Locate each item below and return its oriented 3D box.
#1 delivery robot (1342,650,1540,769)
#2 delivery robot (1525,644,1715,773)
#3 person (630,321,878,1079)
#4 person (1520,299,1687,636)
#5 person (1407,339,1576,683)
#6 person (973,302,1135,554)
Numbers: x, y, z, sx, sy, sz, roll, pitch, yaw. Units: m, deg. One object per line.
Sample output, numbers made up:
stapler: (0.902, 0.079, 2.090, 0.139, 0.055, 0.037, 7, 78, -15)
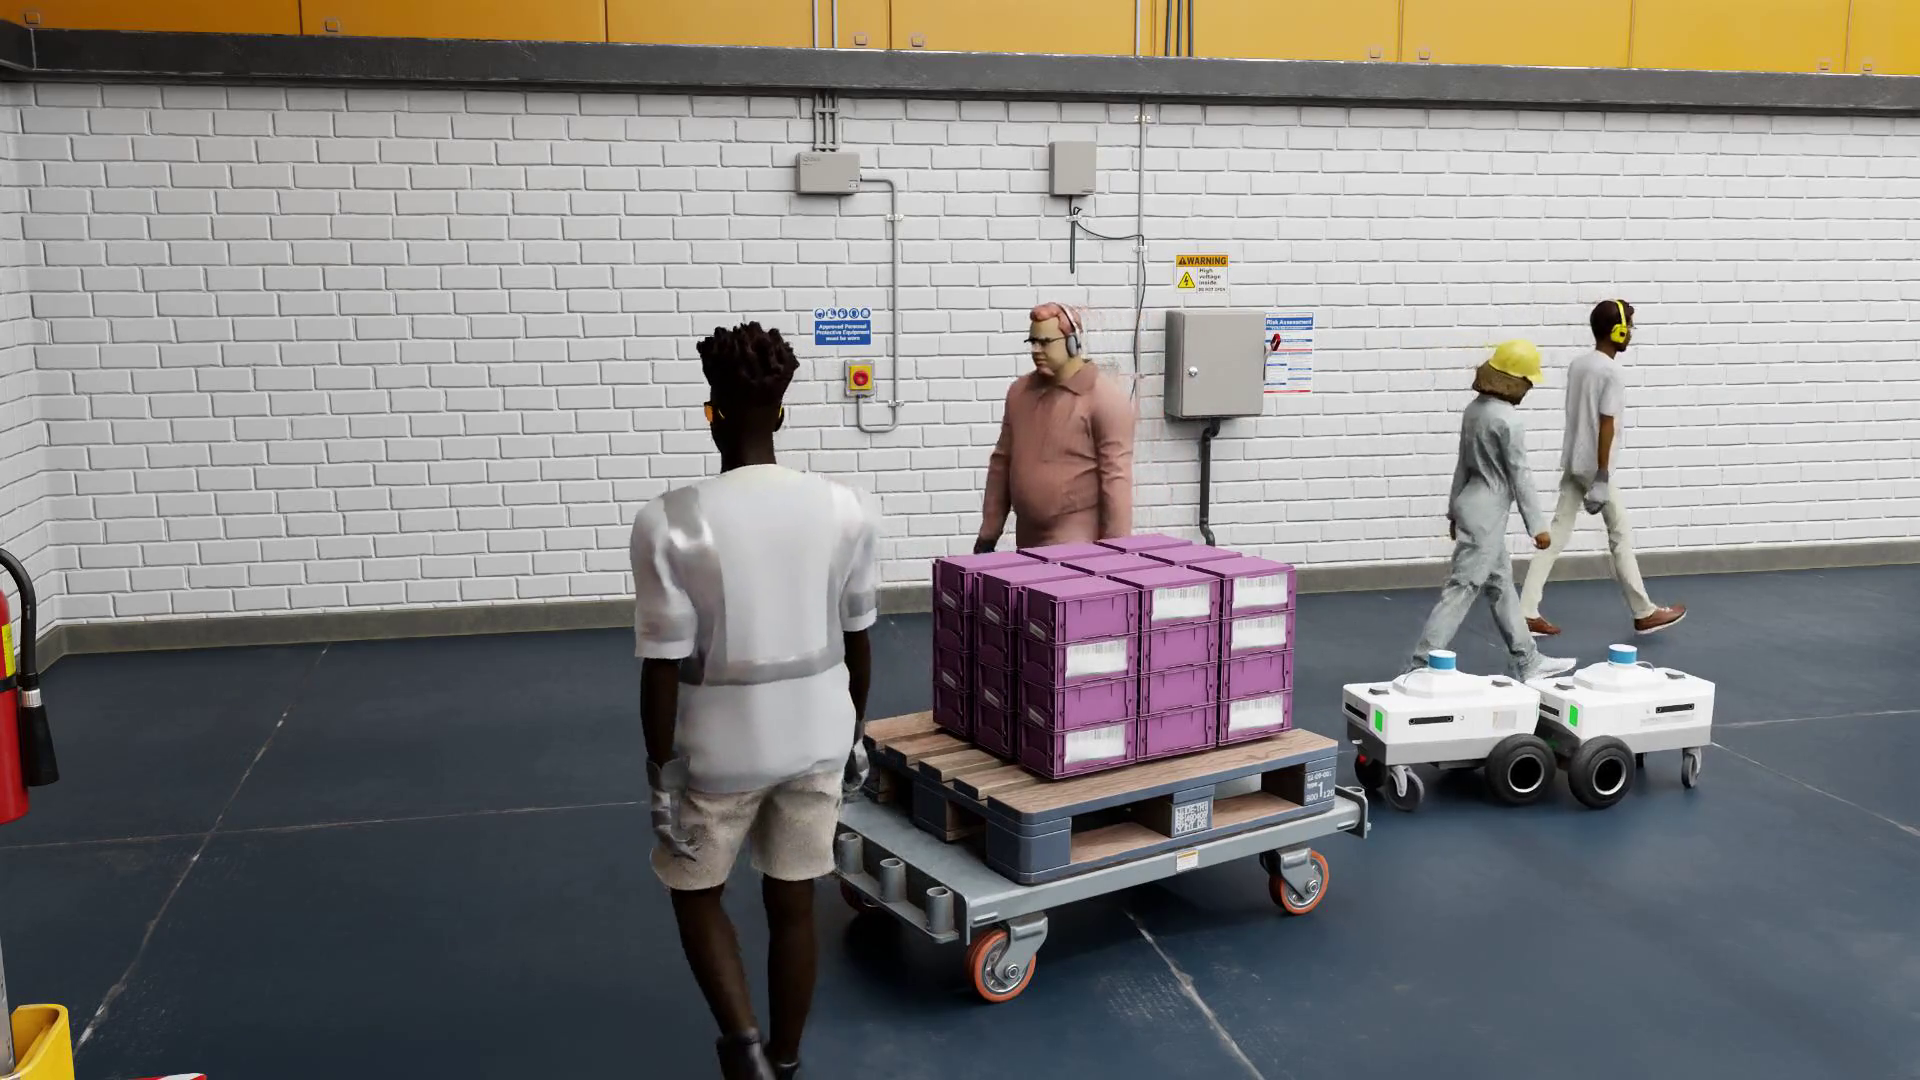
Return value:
delivery robot: (1.841, 0.667, 6.391, 0.707, 0.478, 0.477, -2, 10, -12)
delivery robot: (2.568, 0.651, 6.481, 0.707, 0.478, 0.477, -3, 11, -18)
person: (-0.453, 0.475, 3.846, 0.614, 1.950, 0.480, -5, 11, -26)
person: (3.430, -0.370, 8.914, 0.985, 1.811, 0.543, -2, 10, -12)
person: (2.502, -0.086, 7.709, 0.879, 1.679, 0.511, 0, 10, -3)
person: (0.331, -0.008, 6.713, 0.666, 1.881, 0.646, -7, 12, -34)
